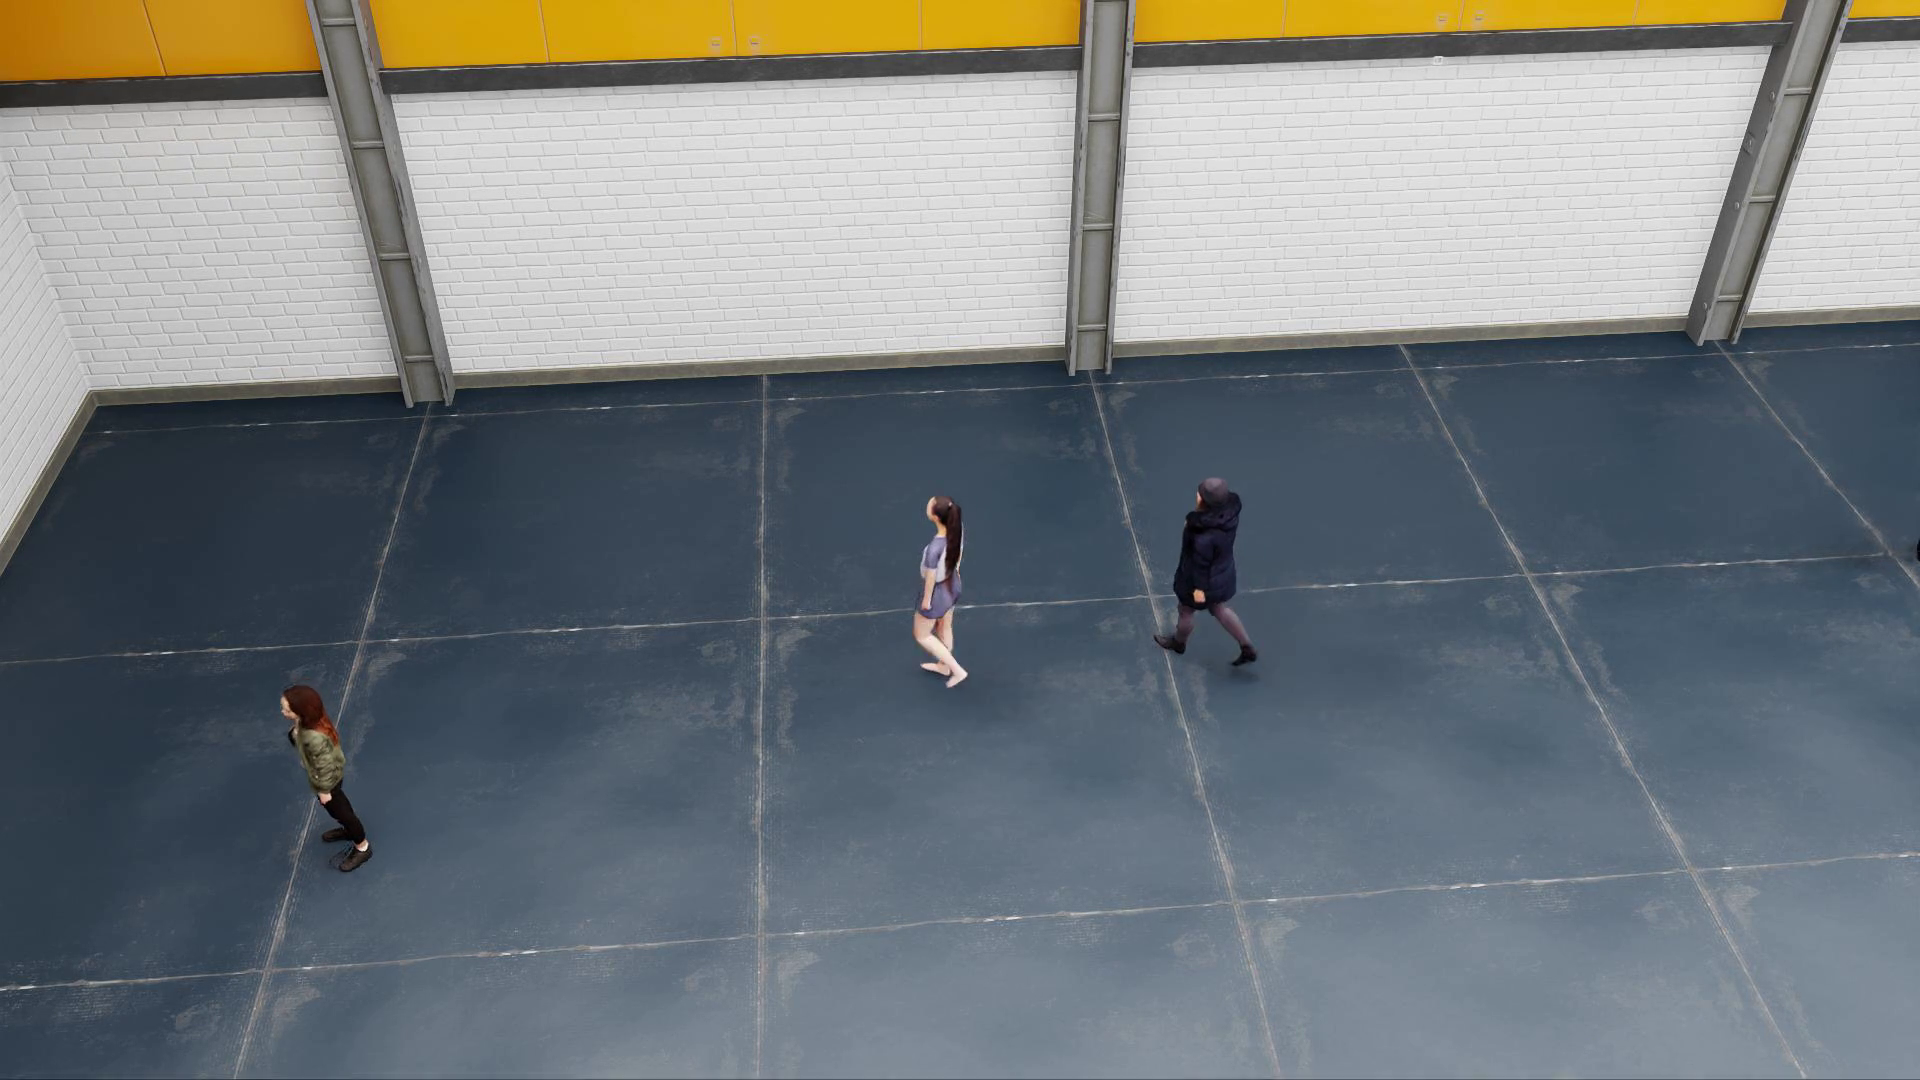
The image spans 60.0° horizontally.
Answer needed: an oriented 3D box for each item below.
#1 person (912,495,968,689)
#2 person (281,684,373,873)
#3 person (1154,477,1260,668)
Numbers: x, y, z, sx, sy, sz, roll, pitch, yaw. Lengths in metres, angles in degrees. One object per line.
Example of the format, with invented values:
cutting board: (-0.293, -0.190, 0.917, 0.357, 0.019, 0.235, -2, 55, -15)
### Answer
person: (-0.069, 0.392, 11.633, 0.824, 1.641, 0.764, 20, 43, 23)
person: (-4.005, 1.443, 10.451, 0.647, 1.474, 0.663, -17, 41, -20)
person: (1.833, 0.263, 11.783, 1.152, 1.654, 1.036, 22, 44, 25)
